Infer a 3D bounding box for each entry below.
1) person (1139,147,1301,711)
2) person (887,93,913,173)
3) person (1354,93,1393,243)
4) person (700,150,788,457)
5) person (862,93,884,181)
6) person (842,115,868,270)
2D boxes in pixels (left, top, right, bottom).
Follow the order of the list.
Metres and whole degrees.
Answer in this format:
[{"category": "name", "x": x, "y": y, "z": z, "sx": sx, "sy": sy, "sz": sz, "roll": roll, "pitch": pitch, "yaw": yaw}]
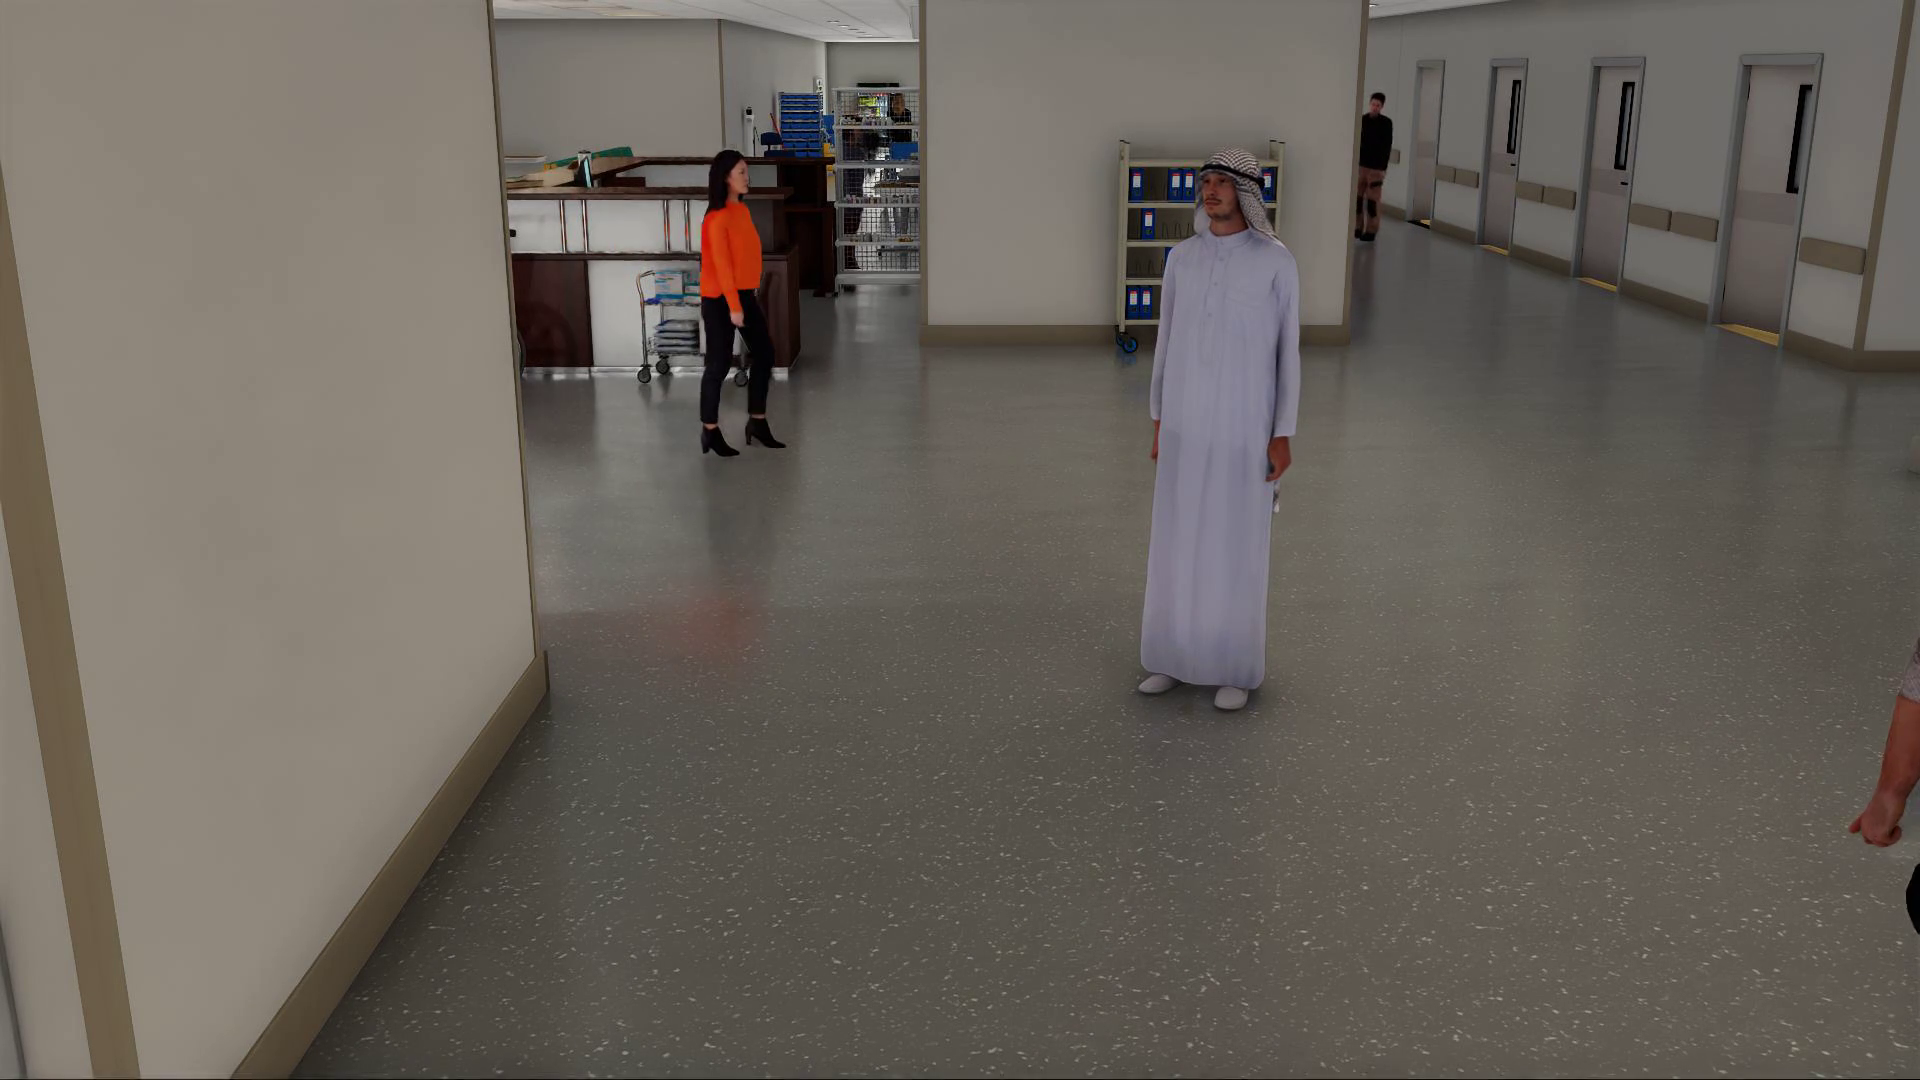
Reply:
[{"category": "person", "x": 0.908, "y": -0.379, "z": 5.761, "sx": 0.753, "sy": 1.925, "sz": 0.862, "roll": 9, "pitch": 18, "yaw": 30}, {"category": "person", "x": -1.093, "y": -7.182, "z": 30.121, "sx": 0.478, "sy": 1.802, "sz": 0.671, "roll": 1, "pitch": 16, "yaw": 4}, {"category": "person", "x": 5.303, "y": -4.777, "z": 21.447, "sx": 0.957, "sy": 1.879, "sz": 0.894, "roll": -11, "pitch": 19, "yaw": -35}, {"category": "person", "x": -1.390, "y": -1.332, "z": 9.496, "sx": 0.805, "sy": 1.734, "sz": 0.746, "roll": 6, "pitch": 17, "yaw": 21}, {"category": "person", "x": -1.790, "y": -8.113, "z": 33.566, "sx": 0.983, "sy": 1.724, "sz": 0.702, "roll": 1, "pitch": 16, "yaw": 5}, {"category": "person", "x": -1.189, "y": -3.798, "z": 18.285, "sx": 0.605, "sy": 1.710, "sz": 0.646, "roll": 5, "pitch": 16, "yaw": 17}]
